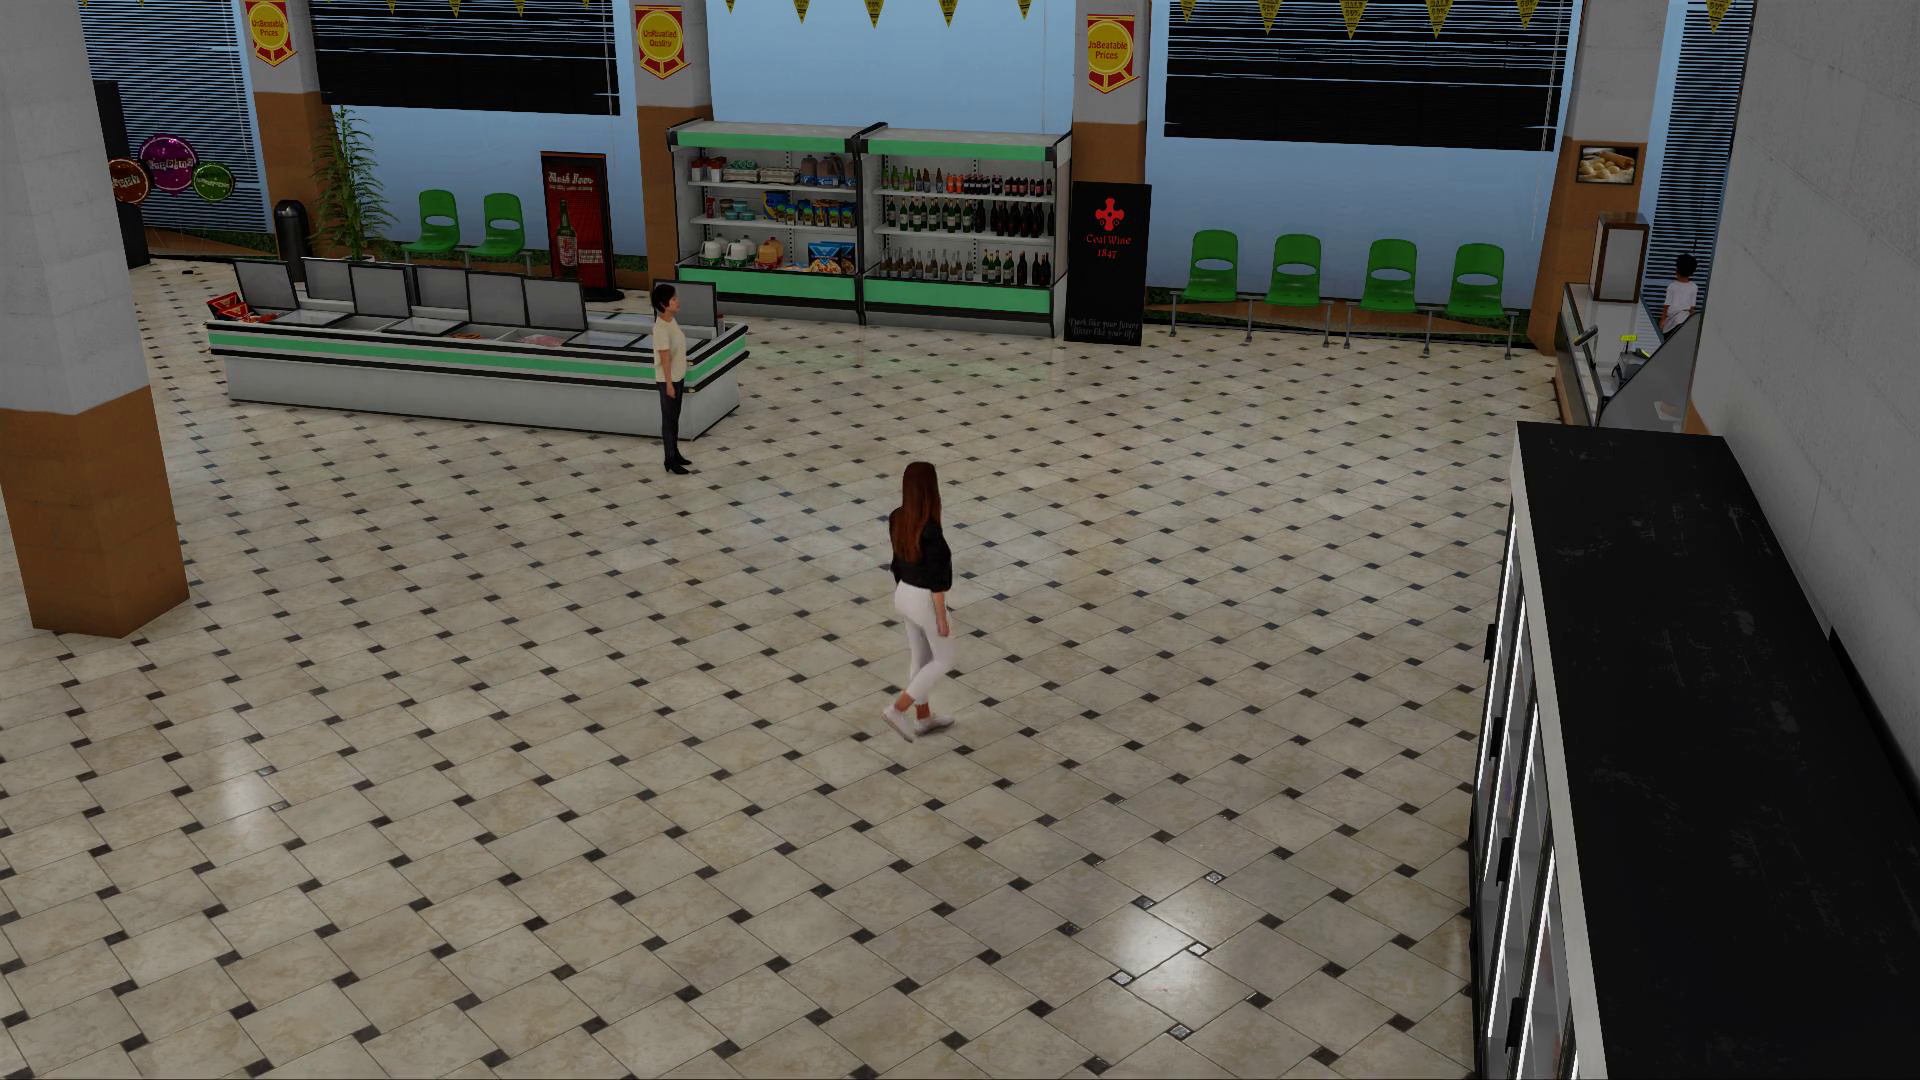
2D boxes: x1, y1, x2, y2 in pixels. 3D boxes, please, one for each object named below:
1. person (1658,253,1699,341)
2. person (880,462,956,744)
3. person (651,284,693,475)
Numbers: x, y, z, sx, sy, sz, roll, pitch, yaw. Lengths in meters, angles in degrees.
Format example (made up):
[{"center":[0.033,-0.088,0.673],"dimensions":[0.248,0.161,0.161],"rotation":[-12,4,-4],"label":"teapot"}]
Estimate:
[{"center":[7.099,-2.203,16.450],"dimensions":[0.521,1.262,0.612],"rotation":[-2,22,-4],"label":"person"},{"center":[-0.272,0.385,9.427],"dimensions":[0.908,1.695,0.864],"rotation":[-15,26,-32],"label":"person"},{"center":[-2.418,-1.350,13.890],"dimensions":[0.567,1.587,0.640],"rotation":[0,22,0],"label":"person"}]
